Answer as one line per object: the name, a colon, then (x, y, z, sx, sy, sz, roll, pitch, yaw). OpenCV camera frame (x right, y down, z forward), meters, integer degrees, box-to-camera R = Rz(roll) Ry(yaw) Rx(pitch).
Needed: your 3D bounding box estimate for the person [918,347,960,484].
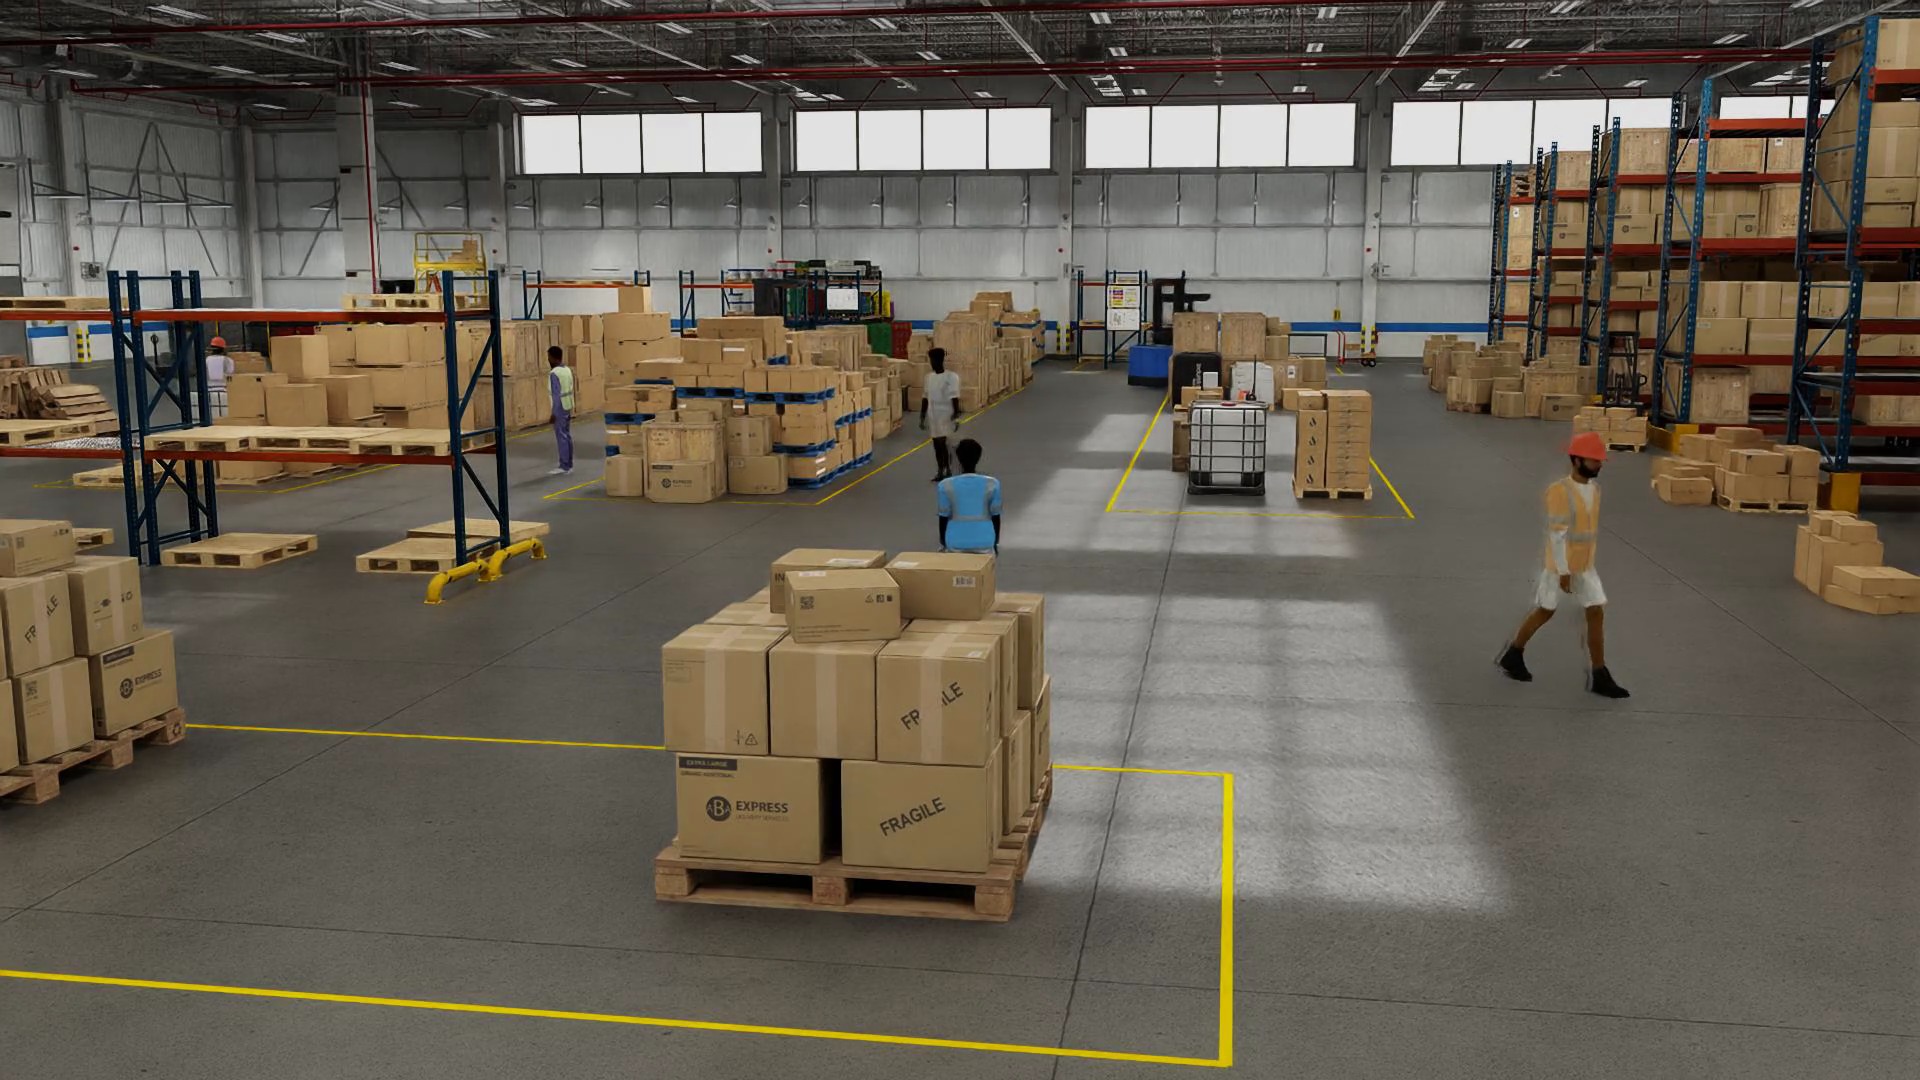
person: (-0.316, -1.748, 23.547, 0.651, 1.949, 0.485, 8, 12, 40)

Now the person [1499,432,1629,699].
person: (4.381, 0.154, 12.032, 0.558, 1.896, 0.991, -5, 11, -30)

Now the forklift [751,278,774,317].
forklift: (-5.017, -5.288, 42.530, 1.873, 2.768, 1.129, 1, 9, 9)

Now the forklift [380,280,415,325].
forklift: (-11.981, -4.170, 35.631, 1.873, 2.768, 1.129, 1, 9, 9)

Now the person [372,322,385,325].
person: (-16.151, -5.370, 46.135, 0.438, 1.869, 0.577, 7, 11, 35)

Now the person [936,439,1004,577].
person: (0.065, 0.037, 13.348, 0.572, 1.692, 0.322, -1, 9, -6)

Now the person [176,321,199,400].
person: (-17.931, -4.185, 38.767, 0.629, 1.902, 0.970, 2, 10, 14)

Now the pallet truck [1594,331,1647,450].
pallet truck: (11.253, -2.573, 28.499, 0.823, 1.965, 1.885, 5, 10, 27)

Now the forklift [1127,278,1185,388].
forklift: (5.356, -5.372, 43.046, 1.873, 2.768, 1.129, -7, 12, -38)

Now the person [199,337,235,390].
person: (-12.584, -2.477, 28.189, 0.683, 1.900, 0.566, -2, 9, -12)

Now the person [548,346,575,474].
person: (-5.954, -1.933, 24.800, 0.392, 1.919, 0.589, 1, 9, 4)

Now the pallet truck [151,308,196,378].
pallet truck: (-21.869, -5.598, 47.154, 0.823, 1.965, 1.885, 4, 10, 26)
